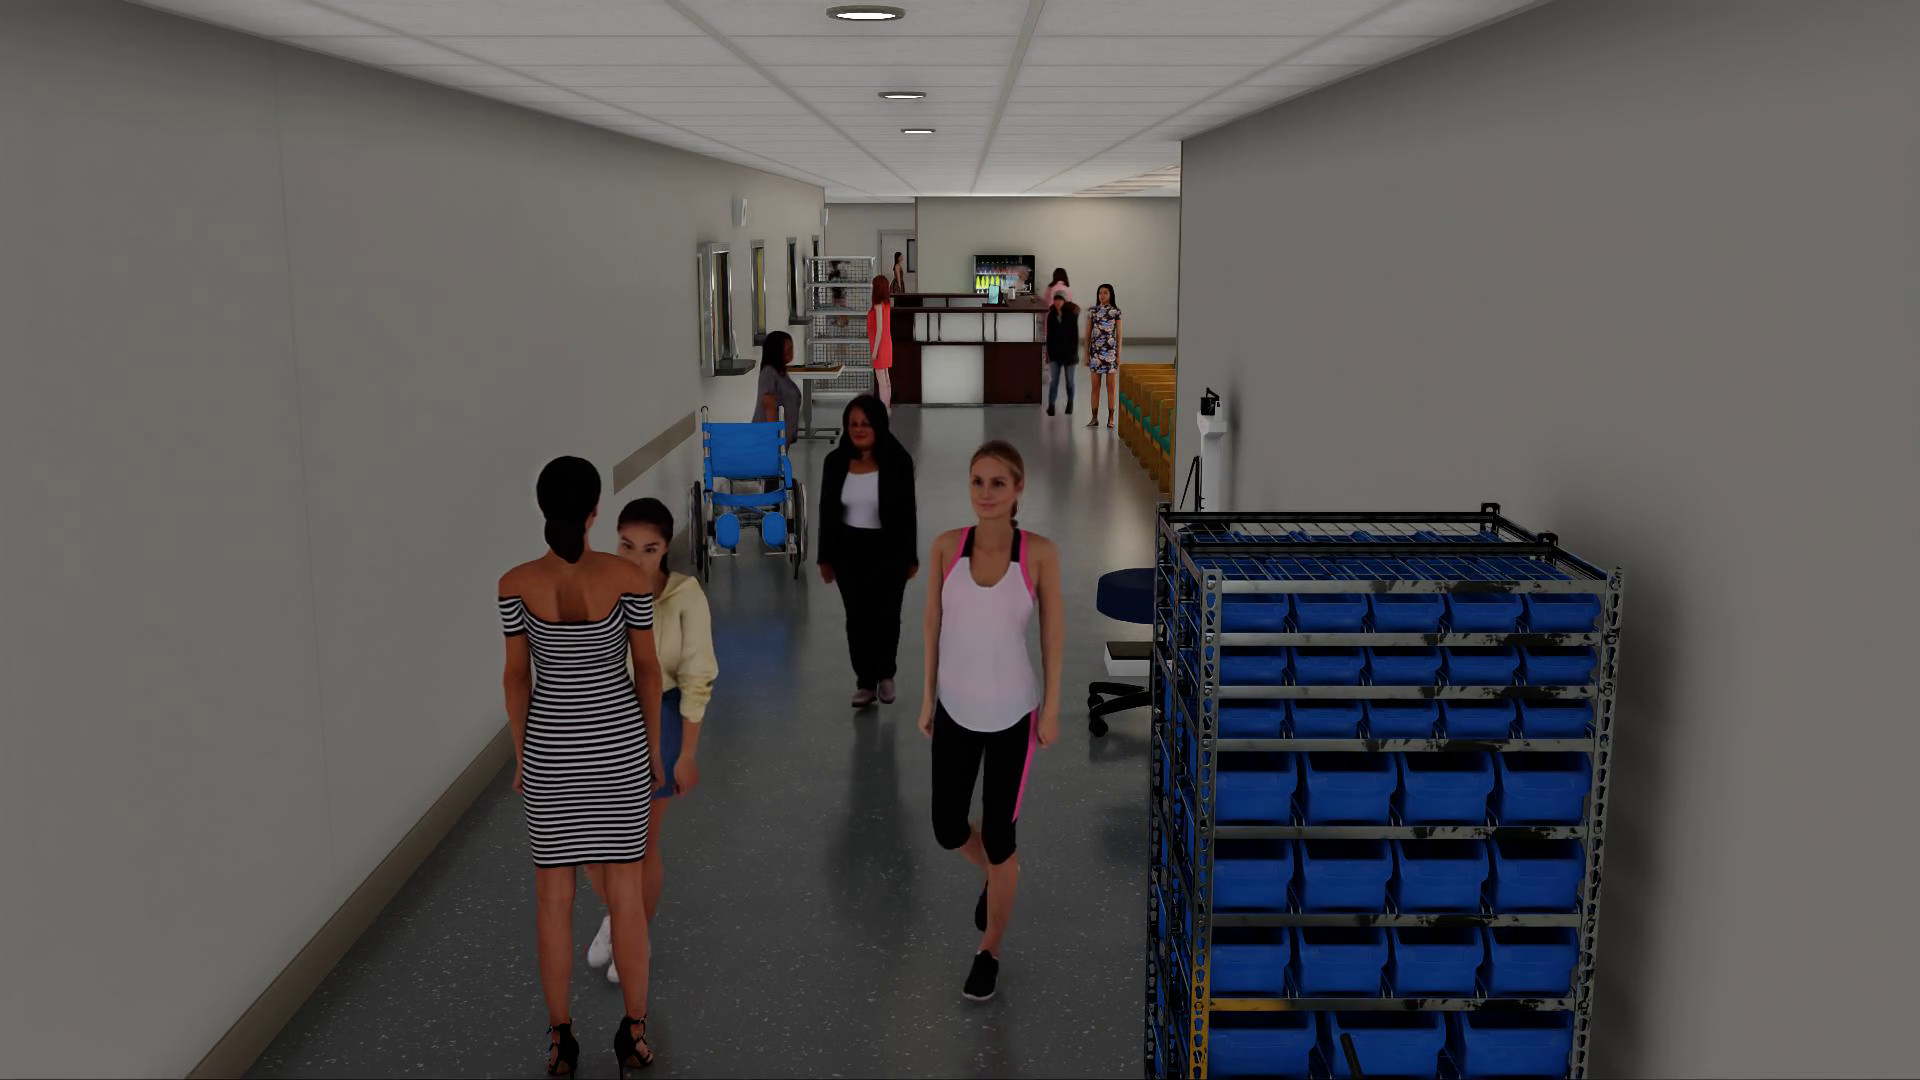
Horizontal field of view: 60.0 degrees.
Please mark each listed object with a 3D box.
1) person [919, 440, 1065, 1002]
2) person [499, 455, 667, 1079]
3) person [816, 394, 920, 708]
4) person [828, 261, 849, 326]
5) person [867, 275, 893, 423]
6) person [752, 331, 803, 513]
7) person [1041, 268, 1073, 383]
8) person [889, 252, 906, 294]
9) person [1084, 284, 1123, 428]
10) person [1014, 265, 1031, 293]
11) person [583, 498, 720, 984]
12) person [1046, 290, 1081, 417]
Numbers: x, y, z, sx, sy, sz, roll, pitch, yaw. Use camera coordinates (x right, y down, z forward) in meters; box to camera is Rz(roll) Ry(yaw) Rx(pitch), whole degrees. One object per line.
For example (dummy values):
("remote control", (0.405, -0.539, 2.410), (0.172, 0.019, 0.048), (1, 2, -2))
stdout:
("person", (0.115, 0.554, 5.358), (0.808, 1.781, 0.822), (4, 11, 18))
("person", (-1.061, 0.656, 4.706), (0.501, 1.822, 0.672), (-1, 11, -6))
("person", (-0.442, 0.059, 8.437), (0.597, 1.605, 0.746), (1, 11, 7))
("person", (-2.944, -5.939, 40.024), (0.757, 1.612, 0.603), (0, 11, 2))
("person", (-0.971, -2.358, 20.576), (0.556, 1.828, 0.620), (2, 11, 10))
("person", (-1.510, -0.881, 13.401), (0.634, 1.600, 0.625), (0, 11, -2))
("person", (1.443, -3.230, 25.394), (1.126, 1.744, 0.947), (4, 11, 19))
("person", (-1.518, -6.201, 40.974), (0.690, 1.773, 0.684), (-1, 11, -6))
("person", (1.750, -2.238, 20.195), (0.533, 1.733, 0.708), (3, 11, 14))
("person", (0.961, -3.900, 29.000), (0.852, 1.716, 0.675), (-1, 11, -4))
("person", (-1.008, 0.635, 5.402), (0.596, 1.604, 0.803), (3, 11, 15))
("person", (1.351, -2.369, 21.265), (1.033, 1.593, 0.860), (3, 11, 16))
